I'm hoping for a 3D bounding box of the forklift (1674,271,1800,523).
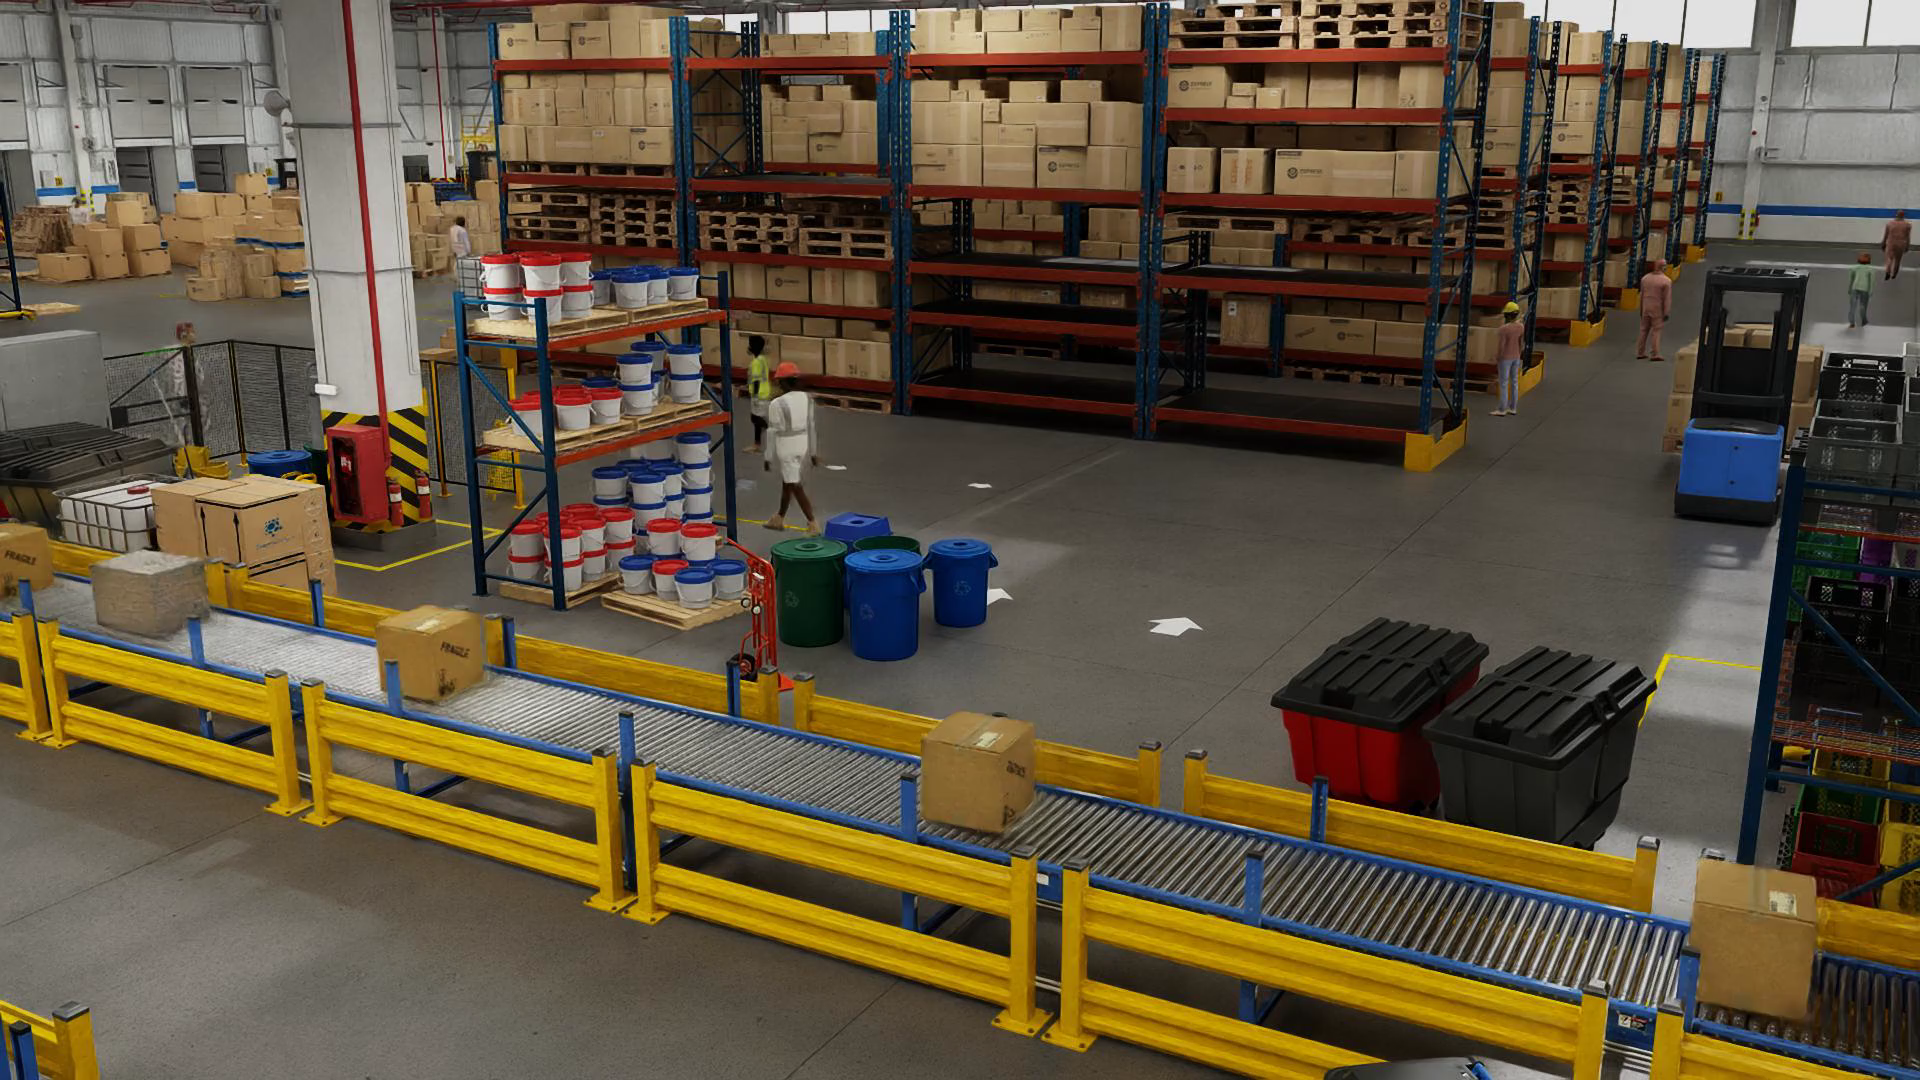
[{"bbox_3d":[9.269,-1.763,19.726,1.129,2.768,1.873,8,17,27],"label":"forklift"}]

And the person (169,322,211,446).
[{"bbox_3d":[-10.385,-1.997,22.495,0.477,1.888,0.670,-5,16,-20],"label":"person"}]

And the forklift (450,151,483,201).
[{"bbox_3d":[-18.740,-13.643,64.388,1.873,2.768,1.129,0,15,1],"label":"forklift"}]

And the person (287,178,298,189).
[{"bbox_3d":[-27.231,-14.113,67.999,0.588,1.919,0.399,-11,18,-36],"label":"person"}]

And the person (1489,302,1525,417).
[{"bbox_3d":[8.480,-2.795,25.742,0.525,1.769,0.308,-9,17,-29],"label":"person"}]

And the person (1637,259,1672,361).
[{"bbox_3d":[13.038,-4.305,31.171,0.399,1.899,0.646,-9,17,-30],"label":"person"}]

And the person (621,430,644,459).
[{"bbox_3d":[-3.826,-1.201,20.068,0.751,1.610,0.508,11,19,36],"label":"person"}]

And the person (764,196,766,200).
[{"bbox_3d":[-6.563,-10.620,55.376,0.547,1.648,0.867,5,16,16],"label":"person"}]

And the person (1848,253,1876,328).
[{"bbox_3d":[19.339,-5.355,35.683,0.524,1.582,0.839,13,20,41],"label":"person"}]

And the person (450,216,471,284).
[{"bbox_3d":[-13.018,-7.542,43.463,0.656,1.831,0.430,12,19,37],"label":"person"}]

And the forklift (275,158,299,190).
[{"bbox_3d":[-22.628,-11.539,56.478,1.873,2.768,1.129,8,17,28],"label":"forklift"}]

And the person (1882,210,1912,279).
[{"bbox_3d":[25.432,-8.025,45.187,0.652,1.878,0.812,8,17,29],"label":"person"}]

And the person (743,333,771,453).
[{"bbox_3d":[-2.714,-2.009,22.954,0.559,1.680,0.546,0,15,0],"label":"person"}]

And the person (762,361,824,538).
[{"bbox_3d":[-1.865,-0.998,18.560,1.032,1.999,0.624,12,19,39],"label":"person"}]

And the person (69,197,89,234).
[{"bbox_3d":[-26.714,-9.480,50.589,0.634,1.917,0.740,5,16,20],"label":"person"}]
